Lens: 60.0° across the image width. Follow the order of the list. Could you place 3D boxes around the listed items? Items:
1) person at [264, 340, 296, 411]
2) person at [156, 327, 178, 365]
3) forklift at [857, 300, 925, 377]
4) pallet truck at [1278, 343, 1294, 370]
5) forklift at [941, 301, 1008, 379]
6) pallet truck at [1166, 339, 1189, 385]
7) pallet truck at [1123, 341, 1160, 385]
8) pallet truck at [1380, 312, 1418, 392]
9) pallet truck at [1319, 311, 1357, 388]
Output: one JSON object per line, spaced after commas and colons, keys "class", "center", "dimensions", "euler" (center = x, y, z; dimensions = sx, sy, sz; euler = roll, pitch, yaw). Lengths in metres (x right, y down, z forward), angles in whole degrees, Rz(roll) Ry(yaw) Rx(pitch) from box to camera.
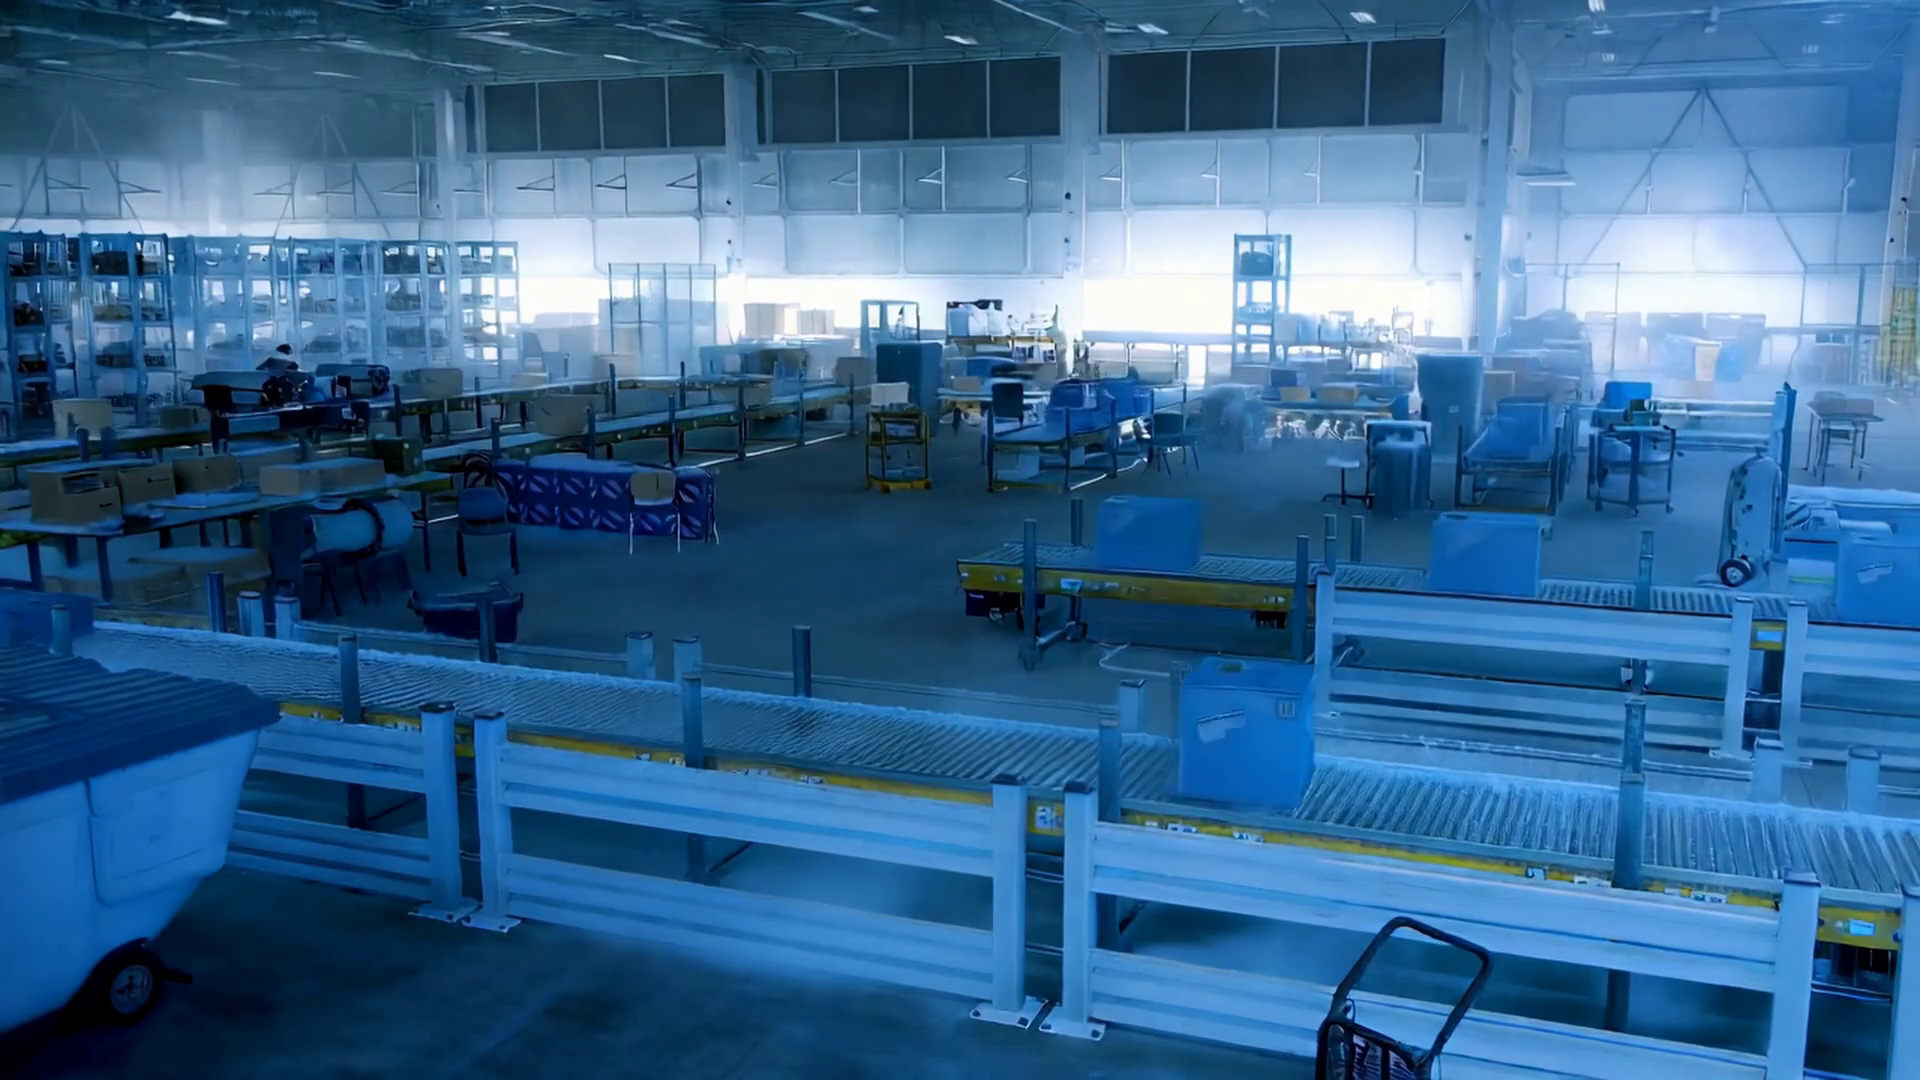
{"class": "person", "center": [-10.939, -2.312, 26.929], "dimensions": [0.599, 1.830, 0.403], "euler": [3, 10, 16]}
{"class": "person", "center": [-17.985, -4.058, 37.524], "dimensions": [0.569, 1.831, 0.411], "euler": [-7, 12, -36]}
{"class": "forklift", "center": [-1.732, -5.109, 42.468], "dimensions": [1.157, 1.987, 2.680], "euler": [4, 10, 22]}
{"class": "pallet truck", "center": [7.886, -4.163, 39.743], "dimensions": [0.653, 1.274, 1.630], "euler": [4, 10, 22]}
{"class": "forklift", "center": [0.365, -4.966, 41.571], "dimensions": [1.157, 1.987, 2.680], "euler": [3, 10, 20]}
{"class": "pallet truck", "center": [5.418, -4.269, 40.420], "dimensions": [0.704, 1.261, 1.522], "euler": [3, 10, 20]}
{"class": "pallet truck", "center": [4.445, -4.380, 41.279], "dimensions": [0.680, 1.201, 1.601], "euler": [4, 10, 22]}
{"class": "pallet truck", "center": [10.207, -4.283, 38.369], "dimensions": [0.823, 1.965, 1.885], "euler": [3, 10, 20]}
{"class": "pallet truck", "center": [9.071, -4.419, 39.190], "dimensions": [0.823, 1.965, 1.885], "euler": [5, 10, 26]}
